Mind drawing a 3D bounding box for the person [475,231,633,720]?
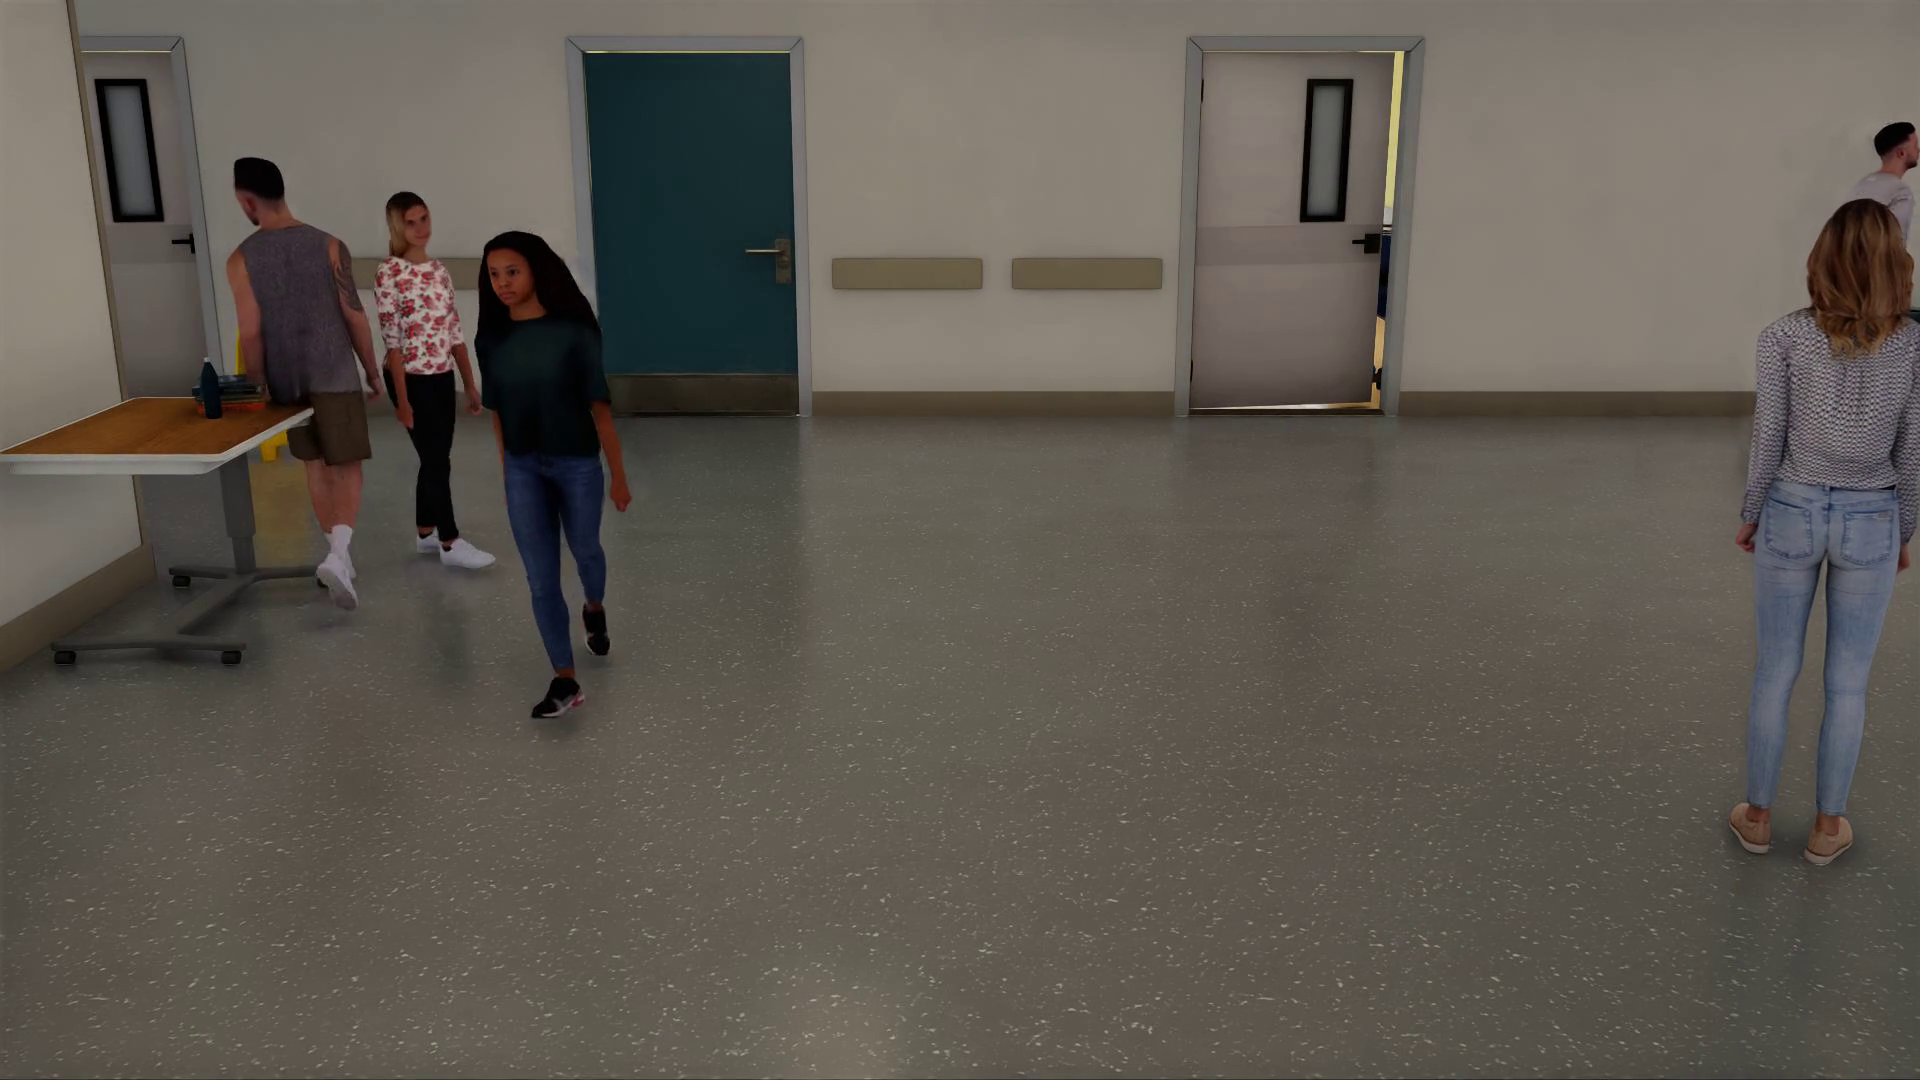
[{"bbox_3d":[-1.373,-0.240,5.711,1.049,1.569,0.755,0,16,-1],"label":"person"}]

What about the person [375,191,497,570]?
[{"bbox_3d":[-2.345,-0.662,7.132,0.833,1.610,0.728,3,16,10],"label":"person"}]

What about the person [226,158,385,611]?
[{"bbox_3d":[-2.605,-0.596,6.692,1.172,1.788,0.989,-3,16,-11],"label":"person"}]

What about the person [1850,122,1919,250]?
[{"bbox_3d":[5.143,-1.444,9.515,0.932,1.821,0.700,0,16,-2],"label":"person"}]

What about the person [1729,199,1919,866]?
[{"bbox_3d":[2.325,-0.005,4.464,0.595,1.794,0.722,8,17,25],"label":"person"}]
